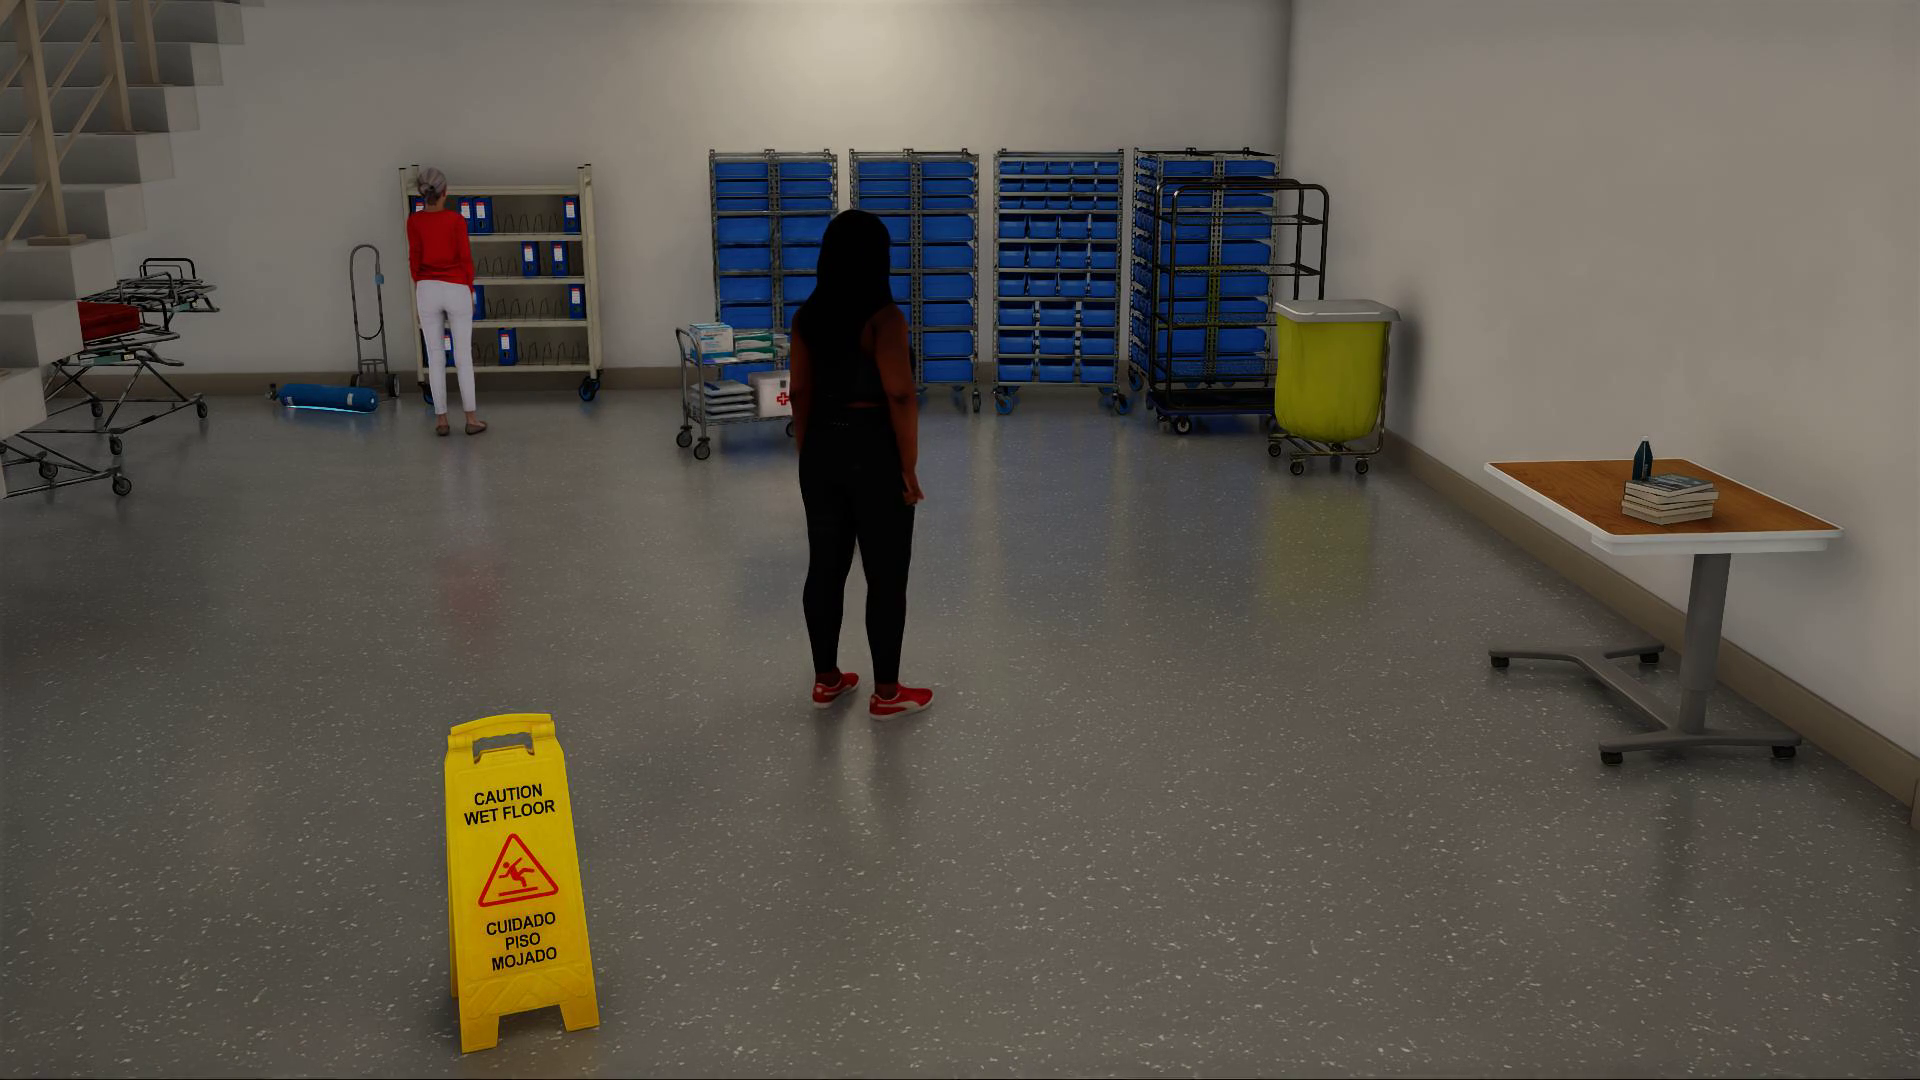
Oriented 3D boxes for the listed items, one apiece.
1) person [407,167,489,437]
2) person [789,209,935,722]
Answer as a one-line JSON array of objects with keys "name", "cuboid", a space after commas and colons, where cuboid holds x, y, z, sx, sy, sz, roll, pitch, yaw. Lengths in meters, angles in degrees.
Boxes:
[{"name": "person", "cuboid": [-3.292, -1.517, 10.613, 0.531, 1.693, 0.520, -2, 16, -5]}, {"name": "person", "cuboid": [-0.371, -0.266, 5.951, 0.780, 1.815, 0.817, 10, 18, 30]}]
